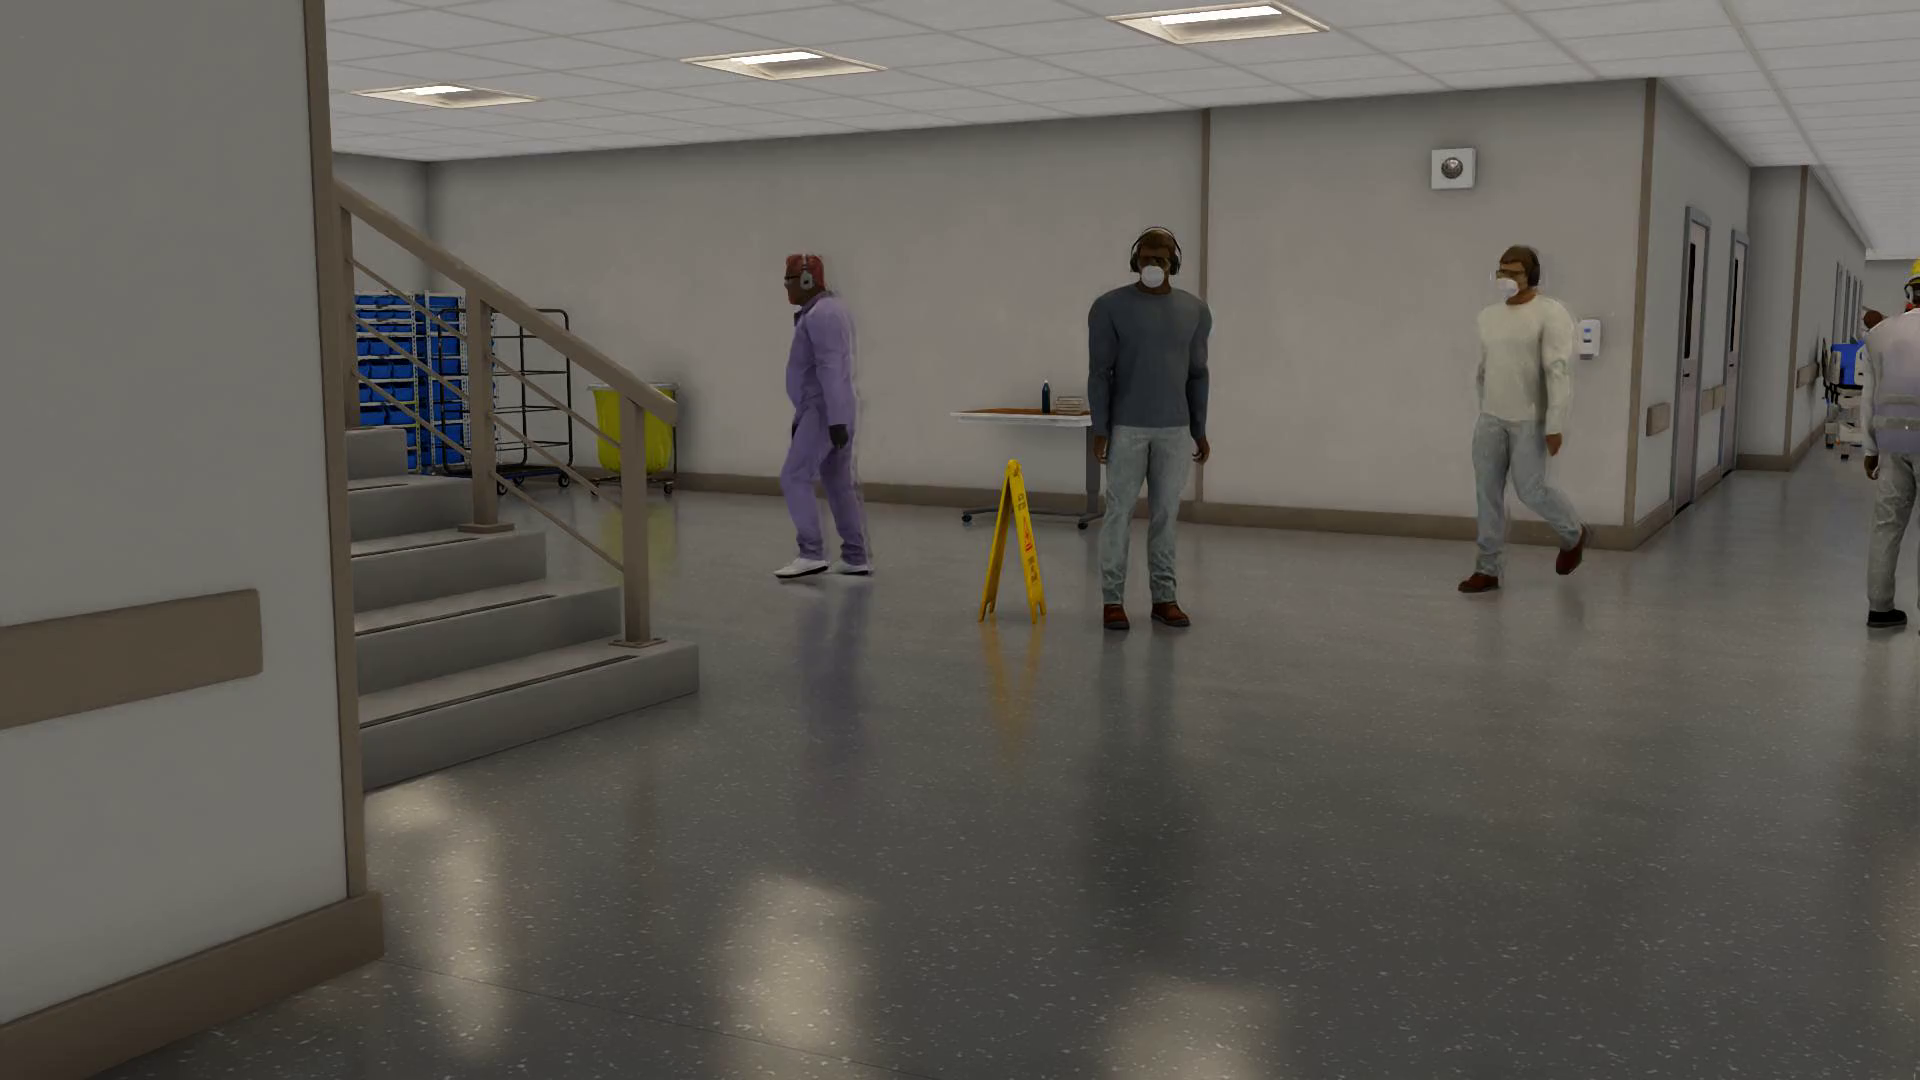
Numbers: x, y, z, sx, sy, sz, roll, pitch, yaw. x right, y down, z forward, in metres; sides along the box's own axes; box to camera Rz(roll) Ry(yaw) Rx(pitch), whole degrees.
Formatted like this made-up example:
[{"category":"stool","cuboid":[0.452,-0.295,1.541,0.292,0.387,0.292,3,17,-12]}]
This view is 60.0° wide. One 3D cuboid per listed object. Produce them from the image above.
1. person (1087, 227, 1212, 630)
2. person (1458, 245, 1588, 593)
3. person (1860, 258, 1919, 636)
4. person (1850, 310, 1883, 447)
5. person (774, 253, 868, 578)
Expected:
[{"category":"person","cuboid":[0.920,-0.534,8.064,0.627,1.936,0.375,-2,8,-13]},{"category":"person","cuboid":[3.133,-0.662,9.183,0.810,1.915,0.631,-5,9,-31]},{"category":"person","cuboid":[4.574,-0.454,7.896,0.403,1.824,0.590,-4,8,-29]},{"category":"person","cuboid":[10.894,-1.924,19.906,0.523,1.636,0.310,1,8,10]},{"category":"person","cuboid":[-0.847,-0.702,9.586,0.687,1.877,0.724,0,7,-3]}]
